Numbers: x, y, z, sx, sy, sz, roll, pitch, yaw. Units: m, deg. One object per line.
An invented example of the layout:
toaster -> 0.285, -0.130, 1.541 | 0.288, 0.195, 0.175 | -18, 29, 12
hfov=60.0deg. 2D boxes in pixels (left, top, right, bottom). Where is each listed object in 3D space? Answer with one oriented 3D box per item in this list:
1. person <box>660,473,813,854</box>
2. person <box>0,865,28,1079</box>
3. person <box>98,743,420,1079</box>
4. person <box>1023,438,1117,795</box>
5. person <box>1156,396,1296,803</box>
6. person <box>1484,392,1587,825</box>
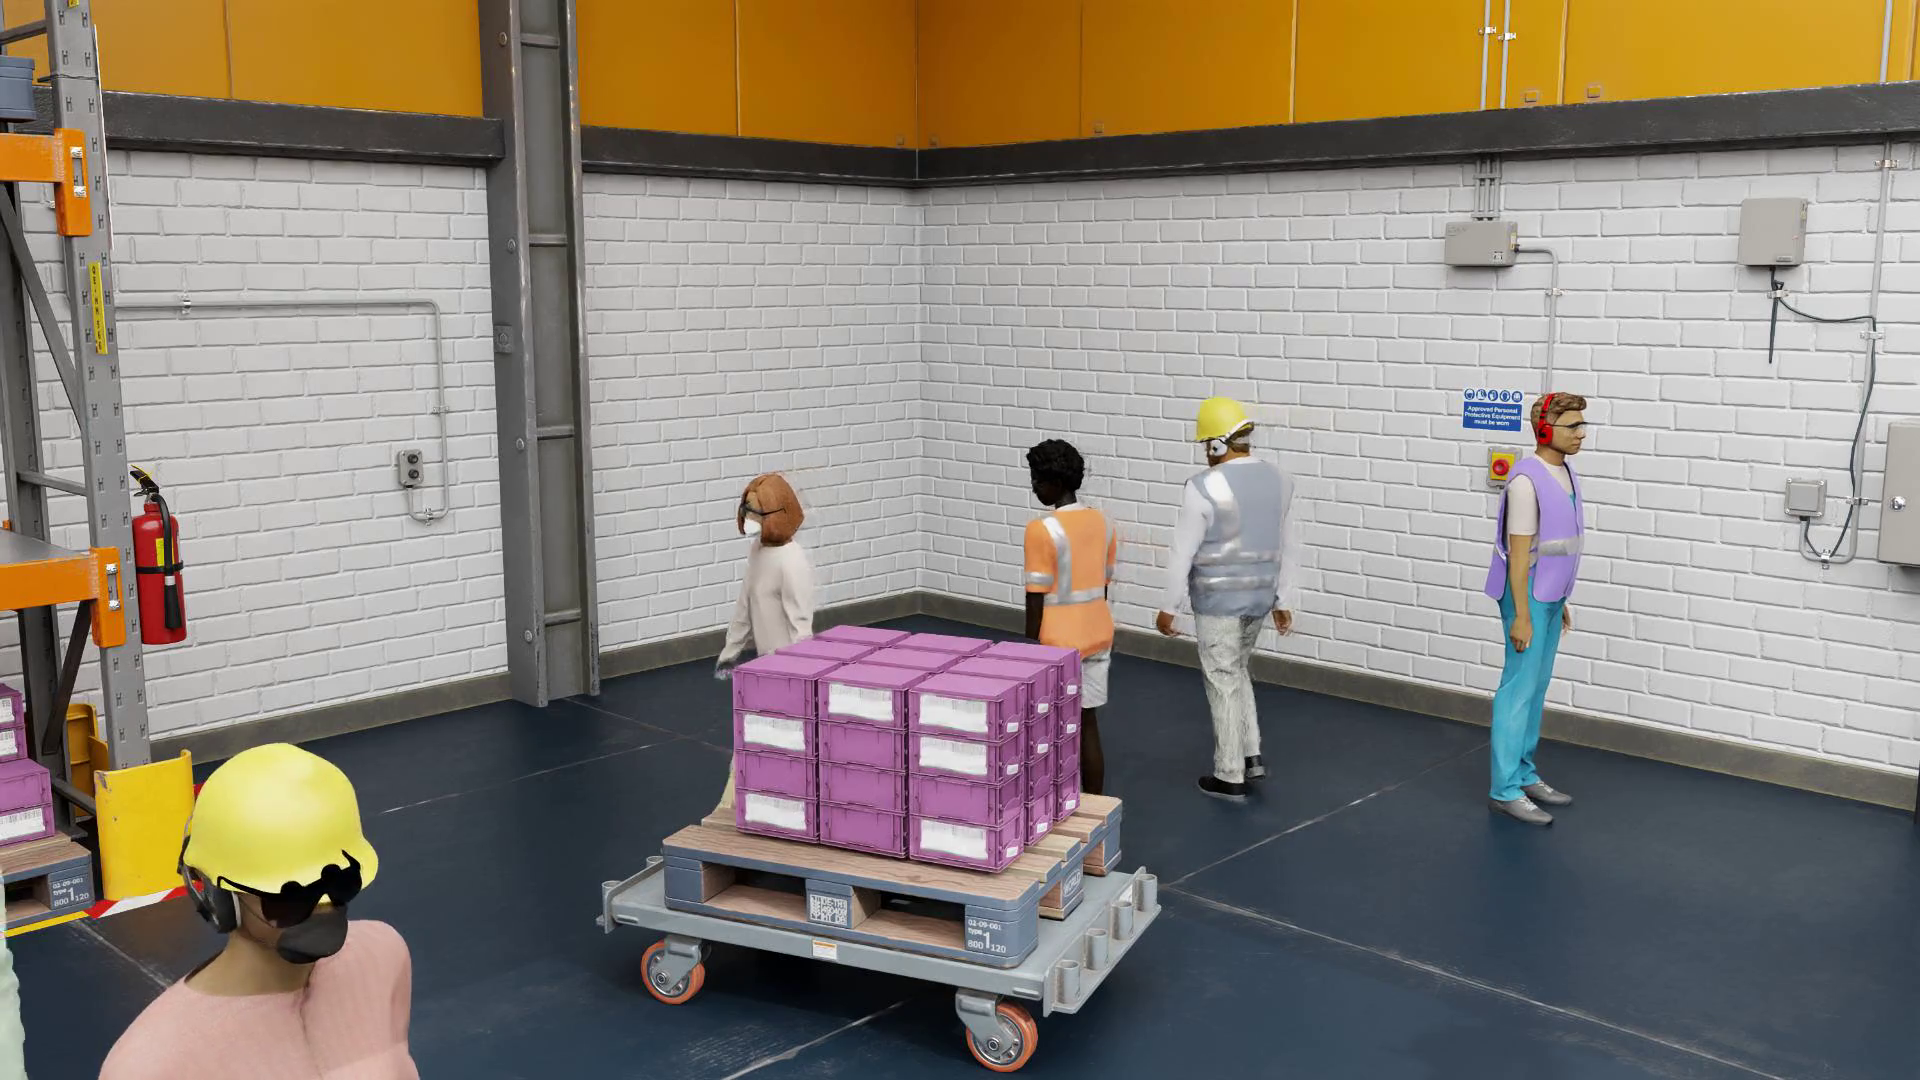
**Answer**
person -> -0.738, 0.513, 6.579 | 0.890, 1.575, 0.527 | -2, 10, -15
person -> -2.021, 1.076, 3.087 | 0.498, 1.598, 0.822 | 0, 9, -2
person -> -0.933, 1.123, 2.327 | 0.394, 1.750, 0.534 | 4, 10, 22
person -> 0.427, 0.422, 6.813 | 0.391, 1.674, 0.563 | 9, 13, 44
person -> 1.185, 0.264, 7.426 | 0.598, 1.799, 0.463 | -7, 11, -35
person -> 2.490, 0.277, 7.211 | 0.391, 1.846, 0.564 | 7, 11, 36
